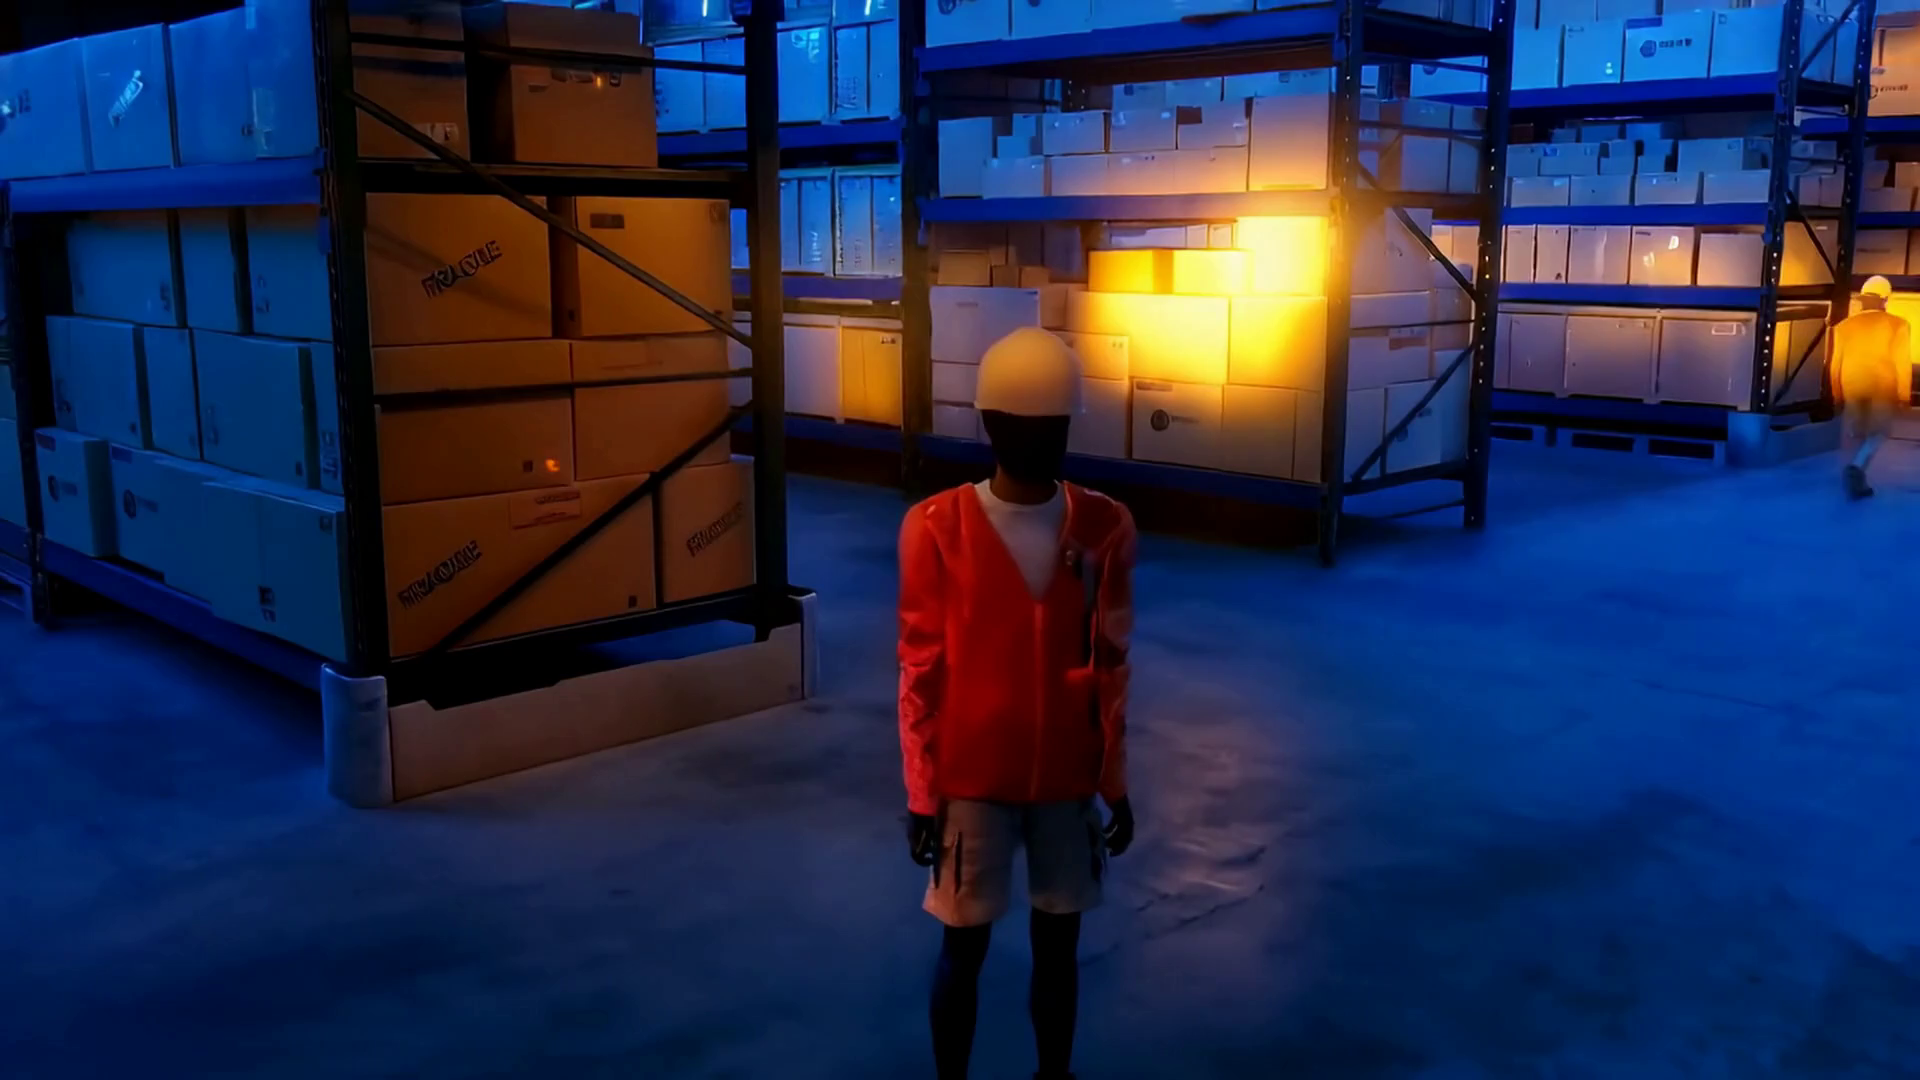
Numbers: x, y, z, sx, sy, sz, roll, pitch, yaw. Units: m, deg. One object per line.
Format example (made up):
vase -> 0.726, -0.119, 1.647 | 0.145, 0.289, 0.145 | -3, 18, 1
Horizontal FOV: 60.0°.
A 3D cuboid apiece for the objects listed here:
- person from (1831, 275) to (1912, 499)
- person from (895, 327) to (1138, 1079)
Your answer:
person -> 7.251, -1.202, 13.301 | 0.627, 1.817, 0.606 | -7, 13, -34
person -> 0.135, 0.509, 3.640 | 0.545, 1.942, 0.349 | -3, 11, -16
